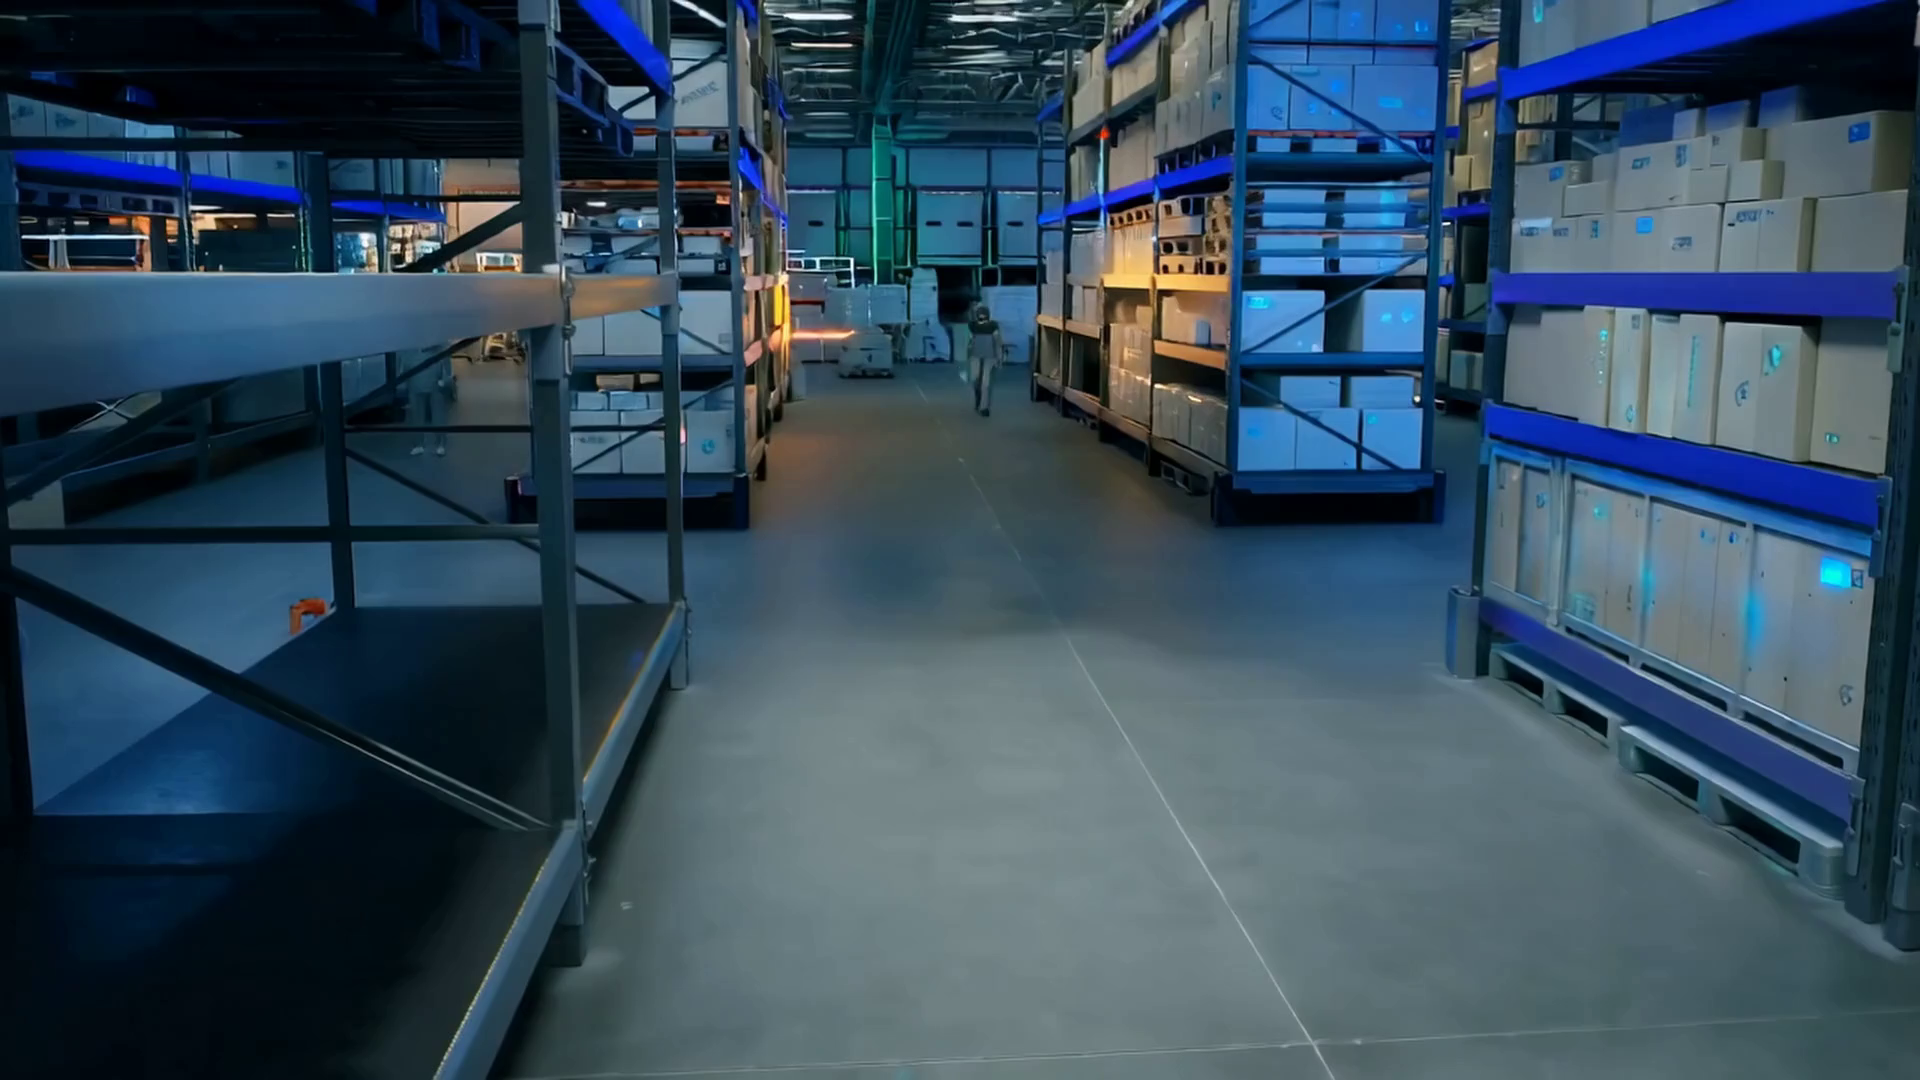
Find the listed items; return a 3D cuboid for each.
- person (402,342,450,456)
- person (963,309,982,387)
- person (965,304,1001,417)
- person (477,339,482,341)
[{"bbox_3d":[-7.143,-2.076,22.198,0.650,1.913,0.409,1,9,7],"label":"person"},{"bbox_3d":[0.317,-4.117,35.720,0.375,1.680,0.545,1,9,5],"label":"person"},{"bbox_3d":[0.391,-3.044,28.258,0.638,1.924,0.437,1,9,9],"label":"person"},{"bbox_3d":[-17.568,-8.154,60.450,0.337,1.882,0.583,-4,10,-22],"label":"person"}]
